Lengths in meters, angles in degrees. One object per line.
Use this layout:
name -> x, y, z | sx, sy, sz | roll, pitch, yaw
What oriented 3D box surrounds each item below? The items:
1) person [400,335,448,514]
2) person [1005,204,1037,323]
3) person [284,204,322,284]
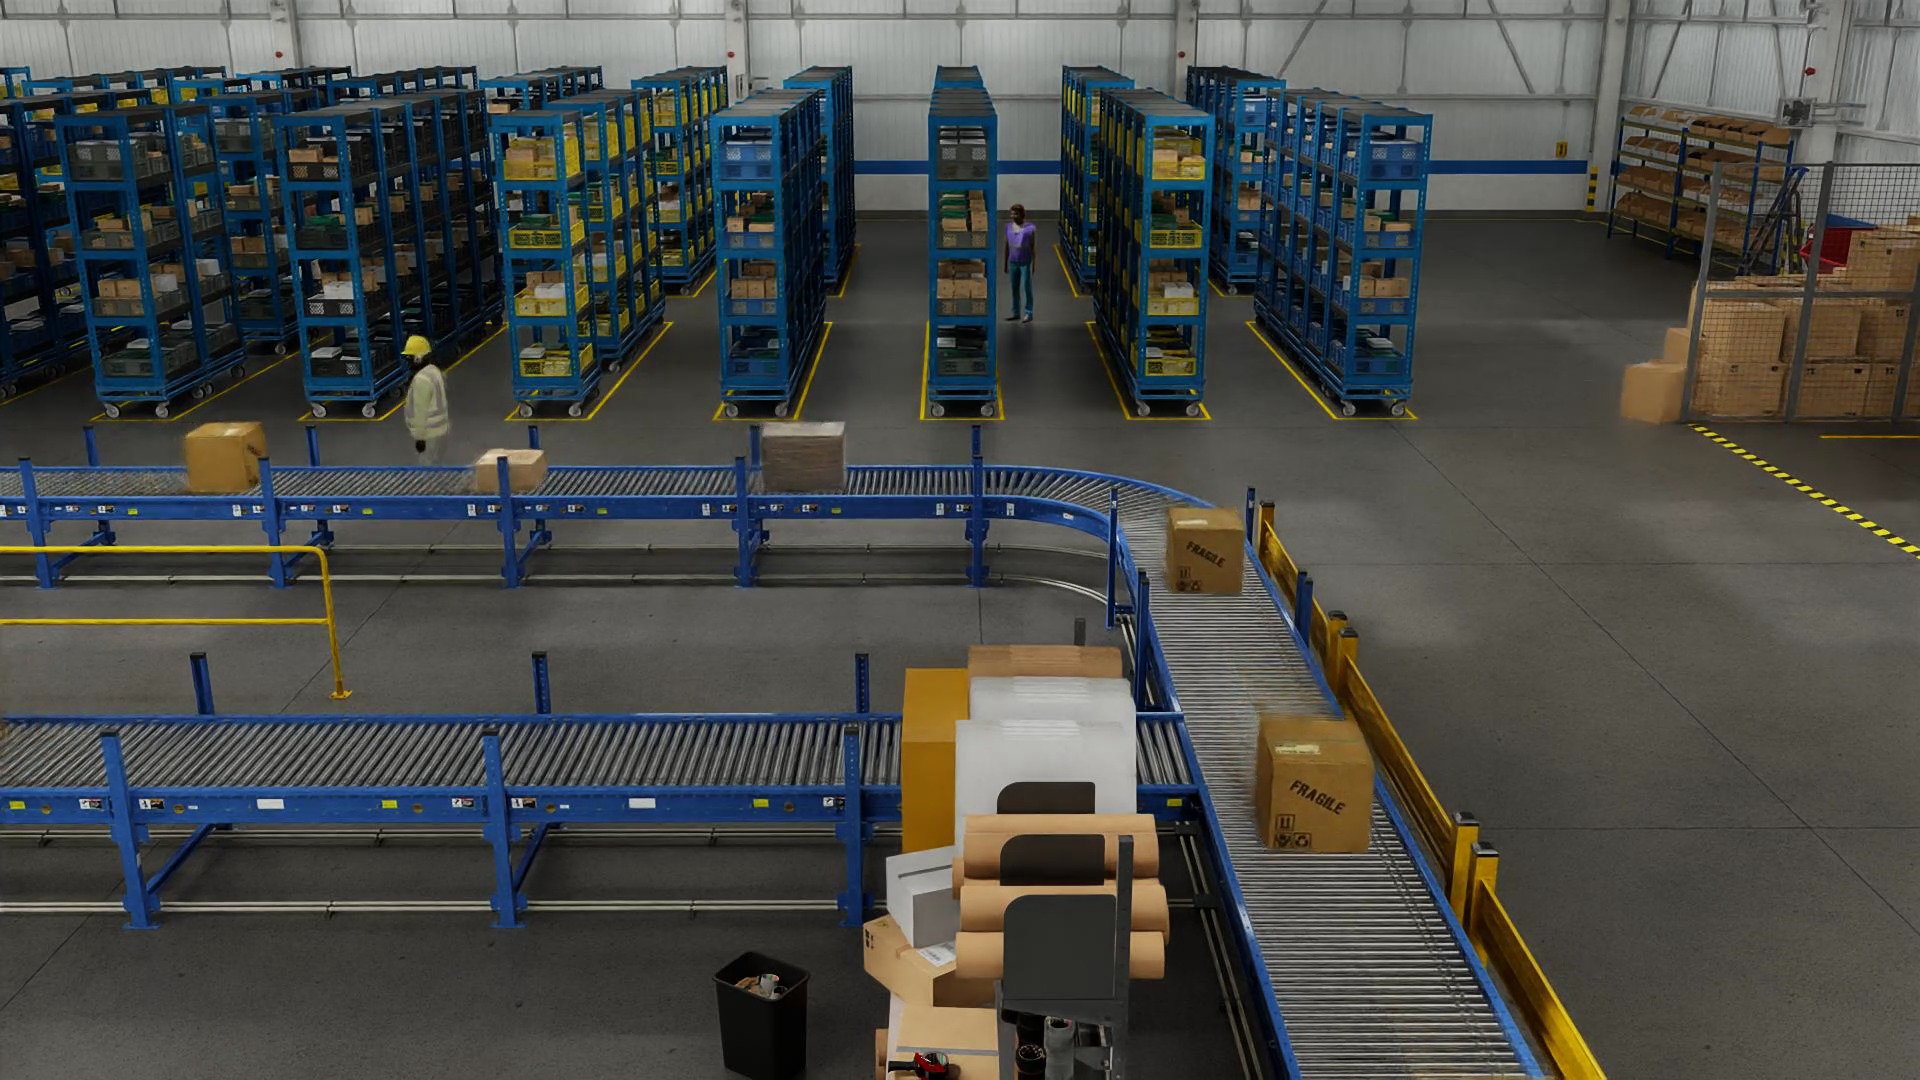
person -> -5.073, -1.084, 16.049 | 0.679, 1.811, 0.601 | -4, 18, -12
person -> 0.946, -4.331, 26.025 | 0.569, 1.831, 0.411 | 12, 21, 32
person -> -11.084, -5.063, 28.009 | 0.394, 1.992, 0.622 | 12, 22, 33
